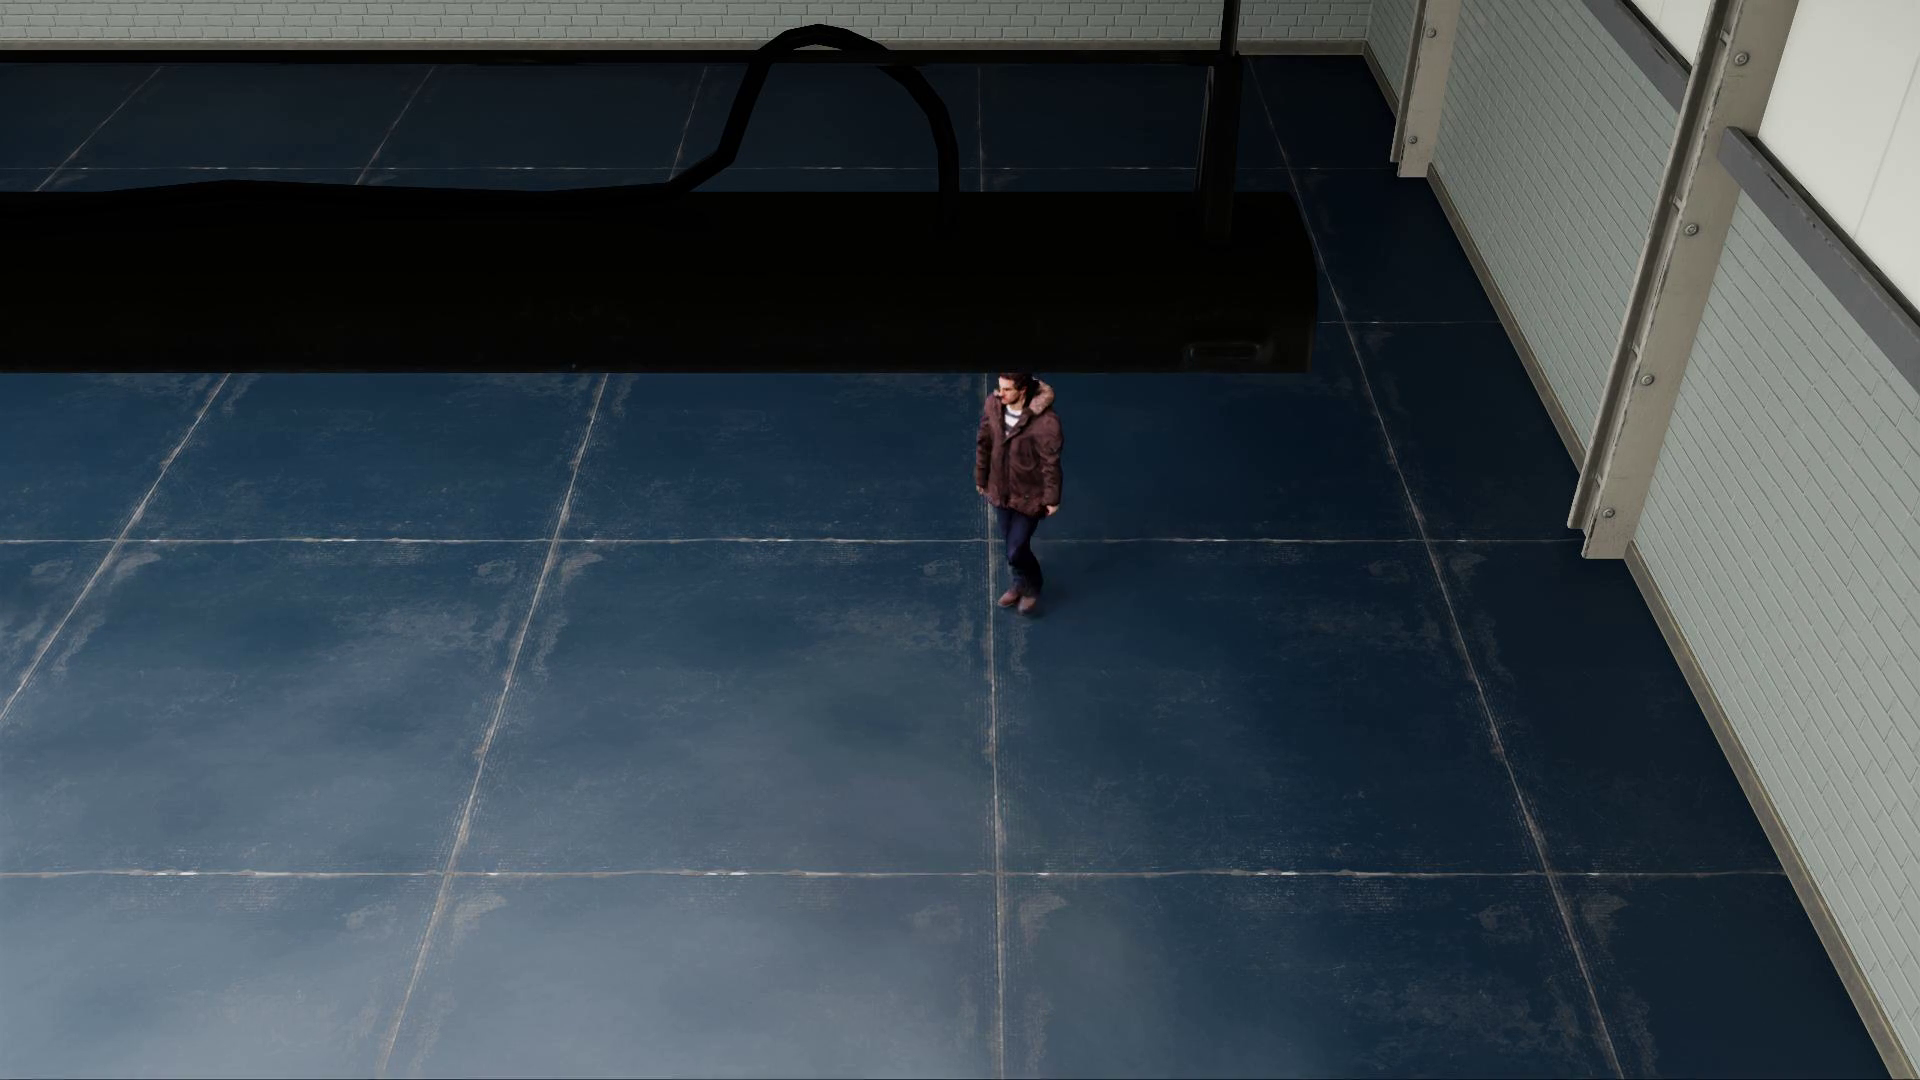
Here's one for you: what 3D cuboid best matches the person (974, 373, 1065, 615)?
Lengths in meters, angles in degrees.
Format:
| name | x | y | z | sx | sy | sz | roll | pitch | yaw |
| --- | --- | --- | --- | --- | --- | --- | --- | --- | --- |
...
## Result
| name | x | y | z | sx | sy | sz | roll | pitch | yaw |
| --- | --- | --- | --- | --- | --- | --- | --- | --- | --- |
| person | 0.435 | -0.358 | 10.402 | 0.905 | 1.832 | 0.960 | 29 | 46 | 33 |
